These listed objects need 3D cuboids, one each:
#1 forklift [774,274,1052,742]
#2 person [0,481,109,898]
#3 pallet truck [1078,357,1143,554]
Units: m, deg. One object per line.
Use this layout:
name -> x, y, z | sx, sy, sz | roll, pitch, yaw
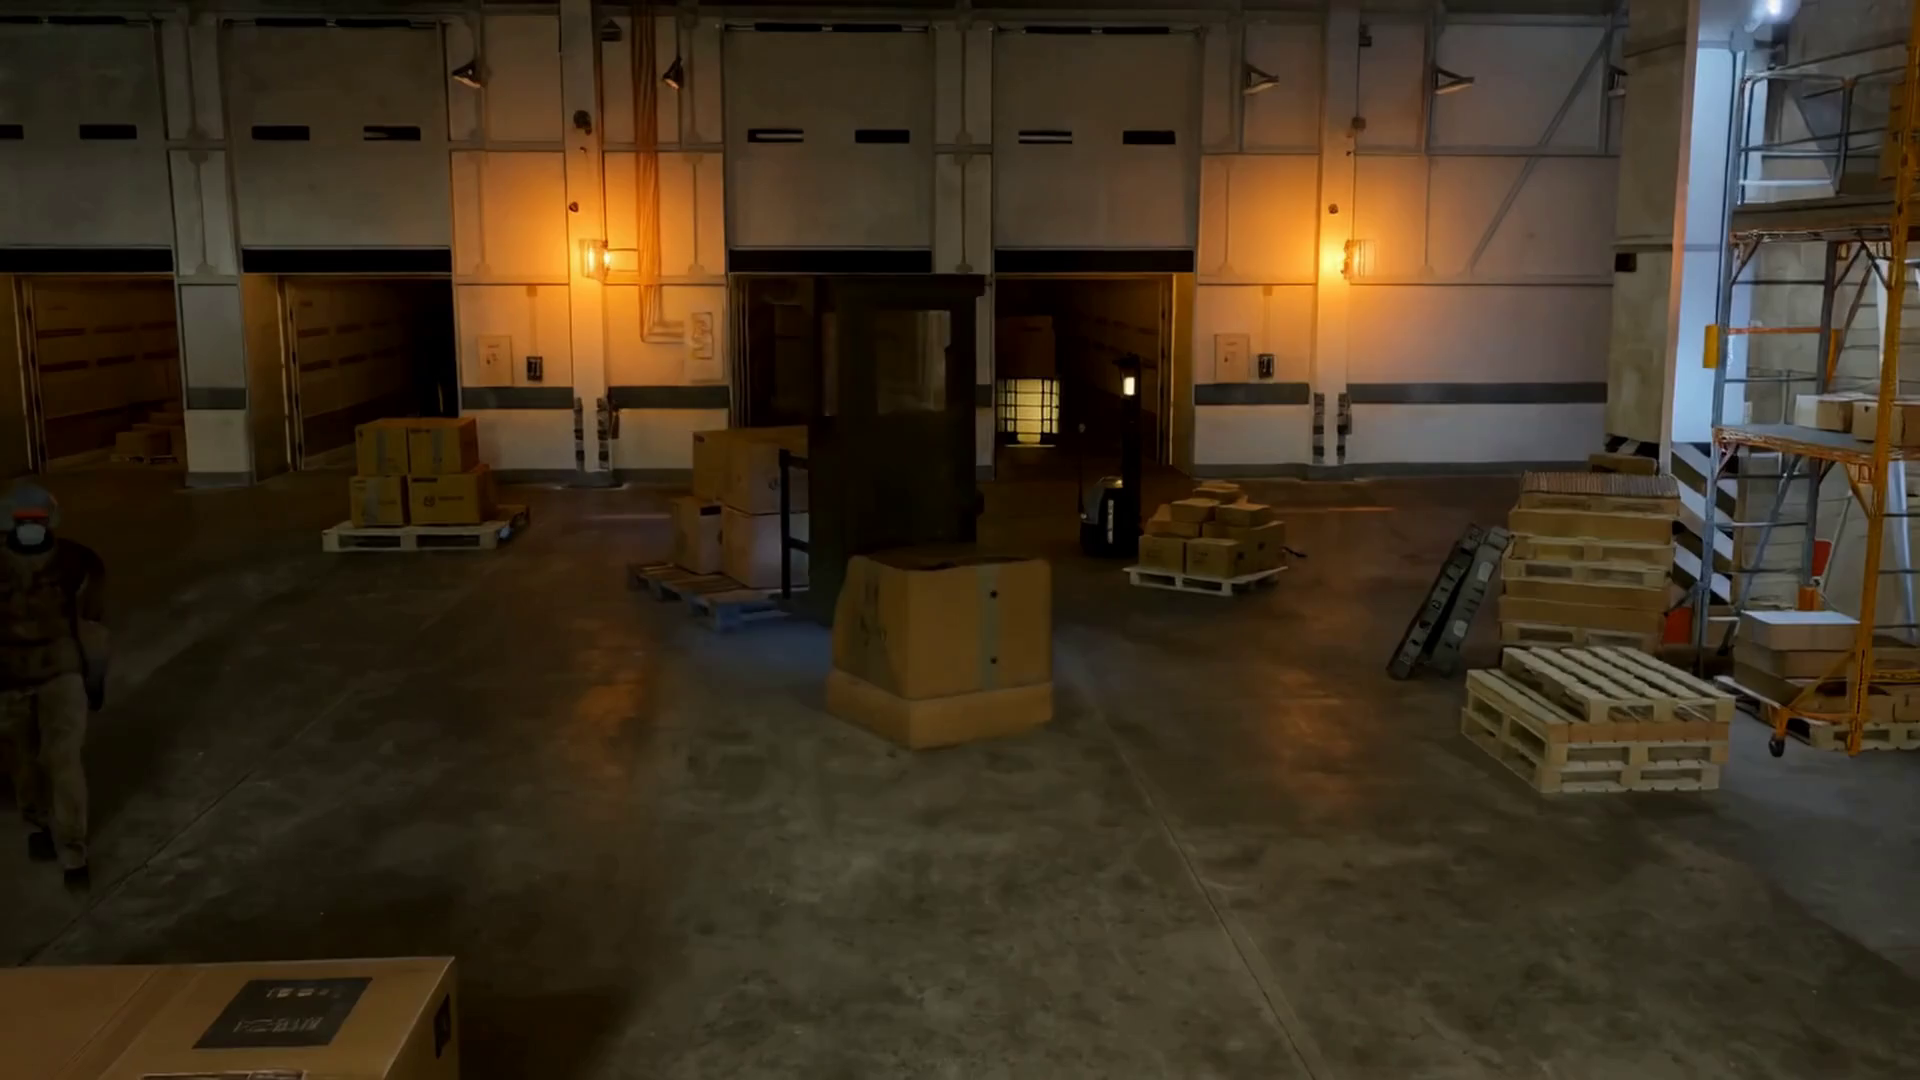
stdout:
forklift -> -0.316, -0.298, 10.619 | 1.129, 2.768, 1.873 | -5, 10, -30
person -> -4.302, 0.659, 7.750 | 0.639, 1.895, 1.012 | -5, 10, -27
pallet truck -> 2.088, -0.836, 16.757 | 1.885, 1.965, 0.823 | 2, 9, 13
